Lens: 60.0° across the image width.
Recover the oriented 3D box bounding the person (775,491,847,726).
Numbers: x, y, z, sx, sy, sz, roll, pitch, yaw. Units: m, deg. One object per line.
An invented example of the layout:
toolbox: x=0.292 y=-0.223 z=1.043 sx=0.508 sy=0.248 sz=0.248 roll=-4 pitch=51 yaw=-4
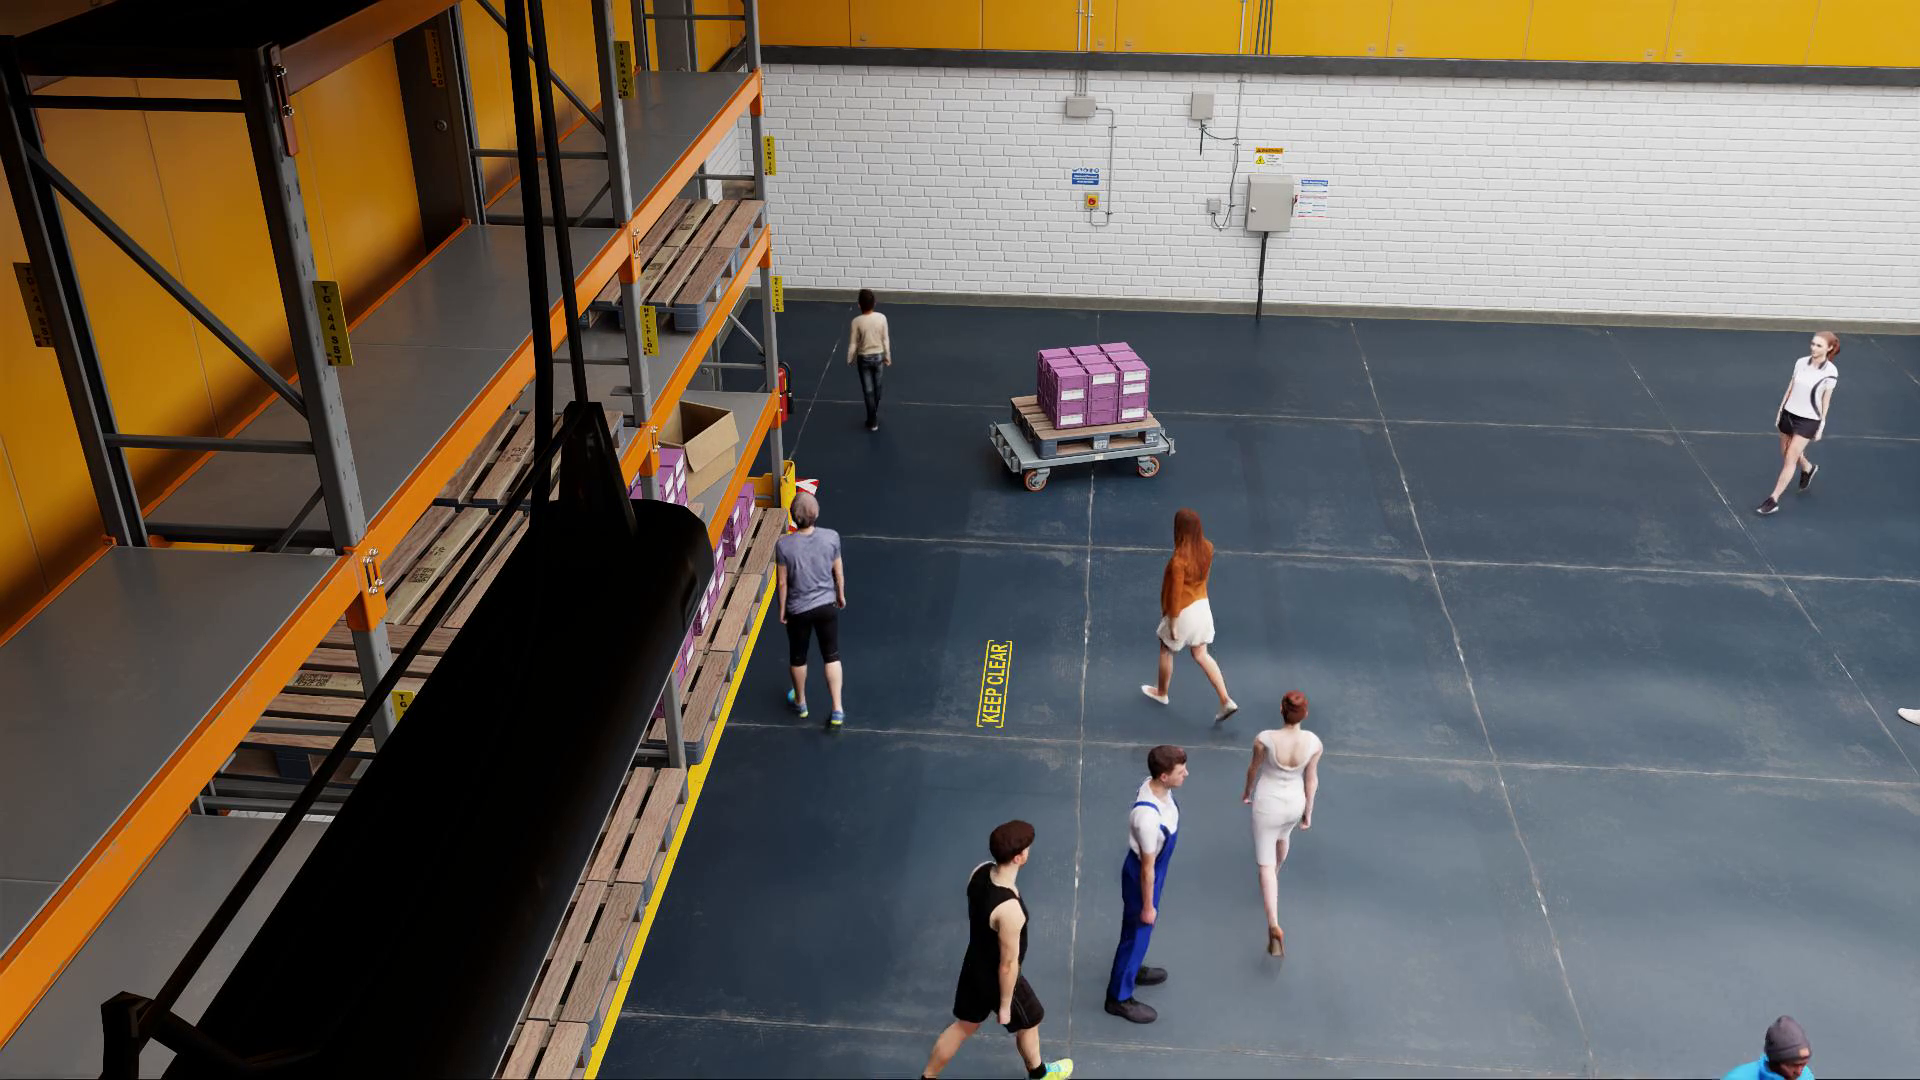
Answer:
person: x=-1.063 y=0.504 z=12.121 sx=0.810 sy=1.902 sz=0.907 roll=-7 pitch=29 yaw=-13

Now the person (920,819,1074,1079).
person: x=0.100 y=2.327 z=8.836 sx=1.153 sy=1.847 sz=1.241 roll=-14 pitch=32 yaw=-24

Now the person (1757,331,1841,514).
person: x=7.760 y=-1.097 z=15.241 sx=1.058 sy=1.724 sz=1.088 roll=-17 pitch=33 yaw=-28

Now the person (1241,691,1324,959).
person: x=1.924 y=1.711 z=10.062 sx=0.631 sy=1.754 sz=1.083 roll=0 pitch=29 yaw=-1

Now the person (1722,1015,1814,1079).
person: x=3.667 y=2.869 z=7.921 sx=0.813 sy=1.771 sz=1.054 roll=-3 pitch=29 yaw=-5

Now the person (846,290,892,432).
person: x=-0.890 y=-1.797 z=16.809 sx=0.781 sy=1.452 sz=0.924 roll=-10 pitch=30 yaw=-17

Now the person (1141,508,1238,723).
person: x=1.743 y=0.576 z=12.206 sx=1.039 sy=1.694 sz=1.119 roll=-21 pitch=35 yaw=-33

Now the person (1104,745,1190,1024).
person: x=1.060 y=1.939 z=9.550 sx=0.731 sy=1.843 sz=0.594 roll=9 pitch=30 yaw=15
